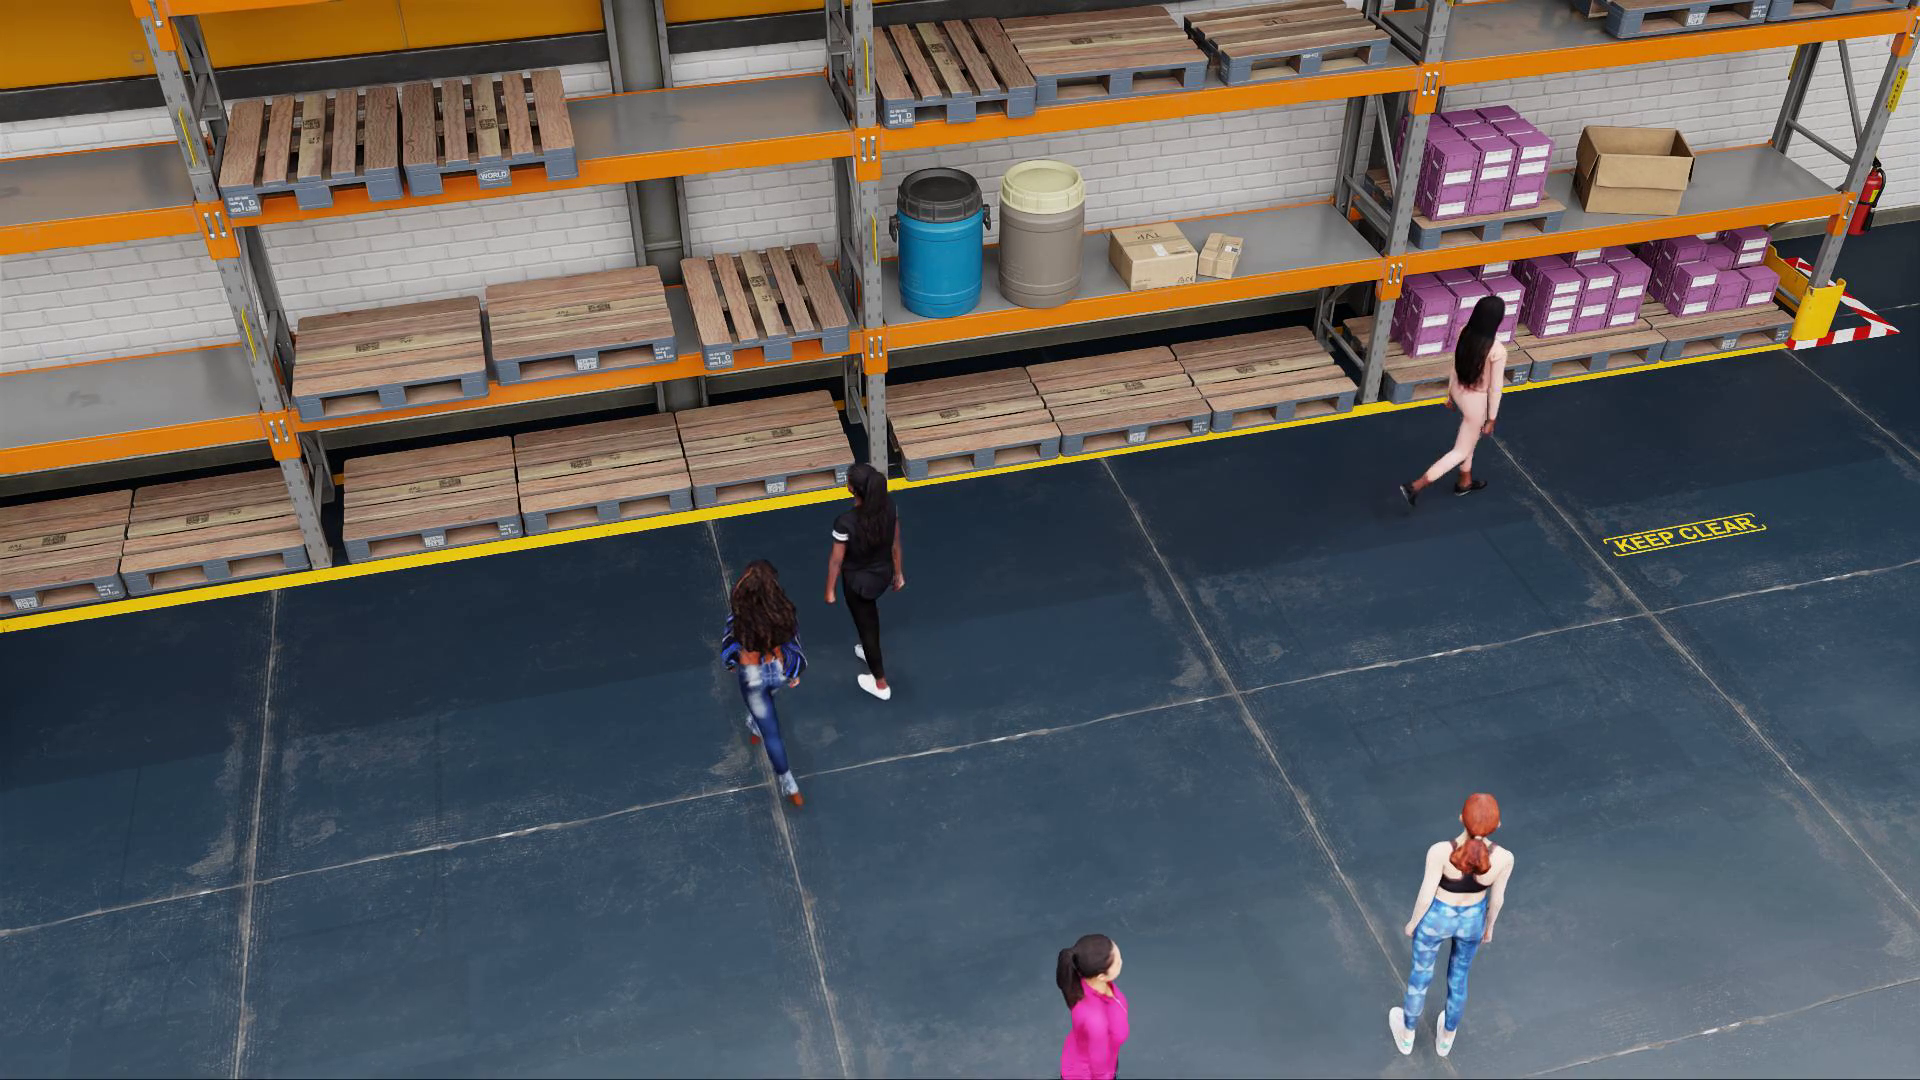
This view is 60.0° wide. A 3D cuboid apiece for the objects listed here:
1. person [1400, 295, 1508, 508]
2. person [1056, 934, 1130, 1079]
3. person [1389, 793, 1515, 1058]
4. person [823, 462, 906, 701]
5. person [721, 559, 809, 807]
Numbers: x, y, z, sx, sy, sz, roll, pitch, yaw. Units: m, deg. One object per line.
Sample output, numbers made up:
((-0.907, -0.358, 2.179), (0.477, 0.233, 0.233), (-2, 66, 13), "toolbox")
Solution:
((3.521, -0.926, 11.674), (1.110, 1.699, 0.731), (-16, 41, -19), "person")
((0.493, 2.391, 7.545), (1.059, 1.680, 0.756), (0, 39, 0), "person")
((2.384, 1.881, 8.099), (0.602, 1.785, 0.709), (4, 39, 4), "person")
((-0.514, 0.287, 10.140), (0.798, 1.718, 0.854), (-32, 48, -33), "person")
((-1.104, 0.844, 9.553), (1.032, 1.581, 0.794), (-16, 41, -19), "person")
